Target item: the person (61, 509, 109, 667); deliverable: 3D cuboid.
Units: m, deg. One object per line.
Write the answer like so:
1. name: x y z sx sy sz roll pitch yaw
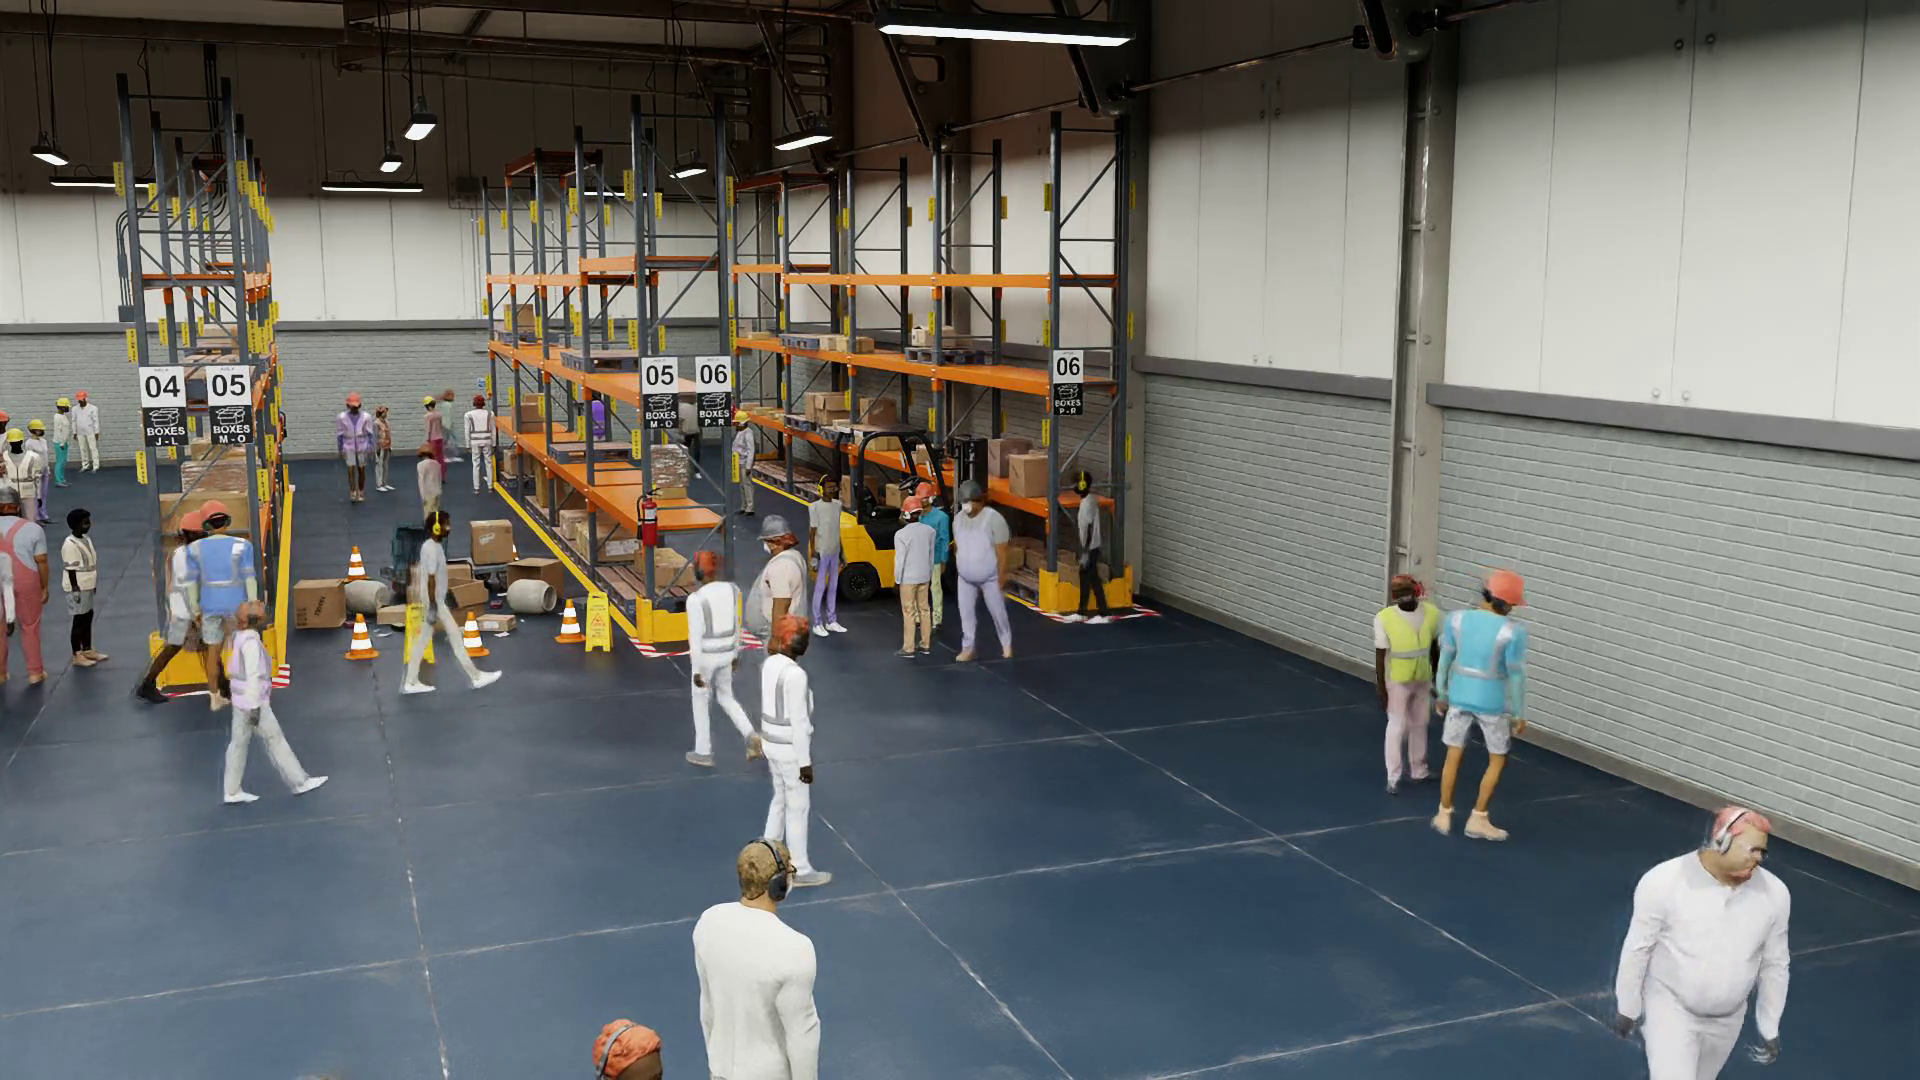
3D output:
1. person: -9.304 0.501 17.604 0.322 1.685 0.542 -1 9 -9

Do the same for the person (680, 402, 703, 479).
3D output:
1. person: -5.528 -2.197 34.145 0.522 1.840 0.857 -4 10 -25

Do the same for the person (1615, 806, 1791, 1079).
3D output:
1. person: 3.236 2.060 7.230 0.680 1.871 0.663 -1 9 -4

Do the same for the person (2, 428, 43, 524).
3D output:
1. person: -13.649 -0.659 24.152 0.587 1.927 0.364 -4 10 -25

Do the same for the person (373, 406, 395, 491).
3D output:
1. person: -11.094 -1.755 31.962 0.309 1.636 0.523 1 9 6

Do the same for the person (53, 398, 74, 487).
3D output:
1. person: -17.551 -1.905 32.568 0.374 1.752 0.522 -2 9 -13

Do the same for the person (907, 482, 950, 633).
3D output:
1. person: -0.391 0.199 19.292 0.564 1.752 0.339 6 11 31

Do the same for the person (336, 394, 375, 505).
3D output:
1. person: -10.894 -1.631 30.035 0.628 1.991 1.036 -4 10 -22

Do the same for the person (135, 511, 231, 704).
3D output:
1. person: -7.481 0.655 16.045 1.019 1.892 0.551 -1 9 -7

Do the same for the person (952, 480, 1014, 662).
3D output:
1. person: 0.255 0.279 17.892 0.696 2.000 0.789 5 10 30

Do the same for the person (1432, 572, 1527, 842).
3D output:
1. person: 3.799 1.208 12.205 0.687 1.998 0.421 8 12 43

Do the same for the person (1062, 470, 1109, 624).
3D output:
1. person: 1.512 0.089 19.716 0.435 1.861 0.552 0 9 2

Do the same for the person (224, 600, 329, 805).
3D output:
1. person: -5.427 1.261 13.052 0.807 1.599 0.541 -6 11 -34

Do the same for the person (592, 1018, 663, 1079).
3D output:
1. person: -1.018 2.383 5.147 0.358 1.882 0.574 5 11 31

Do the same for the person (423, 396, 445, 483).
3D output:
1. person: -10.438 -1.967 32.921 0.336 1.759 0.523 3 9 18

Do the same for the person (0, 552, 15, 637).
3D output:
1. person: -9.302 0.700 15.773 0.589 1.874 0.995 -8 12 -41

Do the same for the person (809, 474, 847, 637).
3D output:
1. person: -1.511 0.165 19.145 0.313 1.869 0.538 8 12 40

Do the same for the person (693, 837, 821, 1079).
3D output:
1. person: -0.802 2.126 6.634 0.625 1.931 0.380 7 12 39

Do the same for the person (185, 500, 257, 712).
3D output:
1. person: -6.956 0.631 15.736 0.623 2.031 0.408 -1 9 -9

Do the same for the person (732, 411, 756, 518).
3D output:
1. person: -3.704 -1.293 28.450 0.403 1.827 0.599 -4 10 -22

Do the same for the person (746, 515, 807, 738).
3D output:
1. person: -1.634 0.770 14.797 0.537 2.000 0.689 1 9 6

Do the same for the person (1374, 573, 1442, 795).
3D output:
1. person: 3.629 1.131 13.301 0.794 1.801 0.386 -4 10 -24

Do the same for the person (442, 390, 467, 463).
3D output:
1. person: -11.212 -2.515 36.787 0.645 1.607 0.531 -5 11 -31

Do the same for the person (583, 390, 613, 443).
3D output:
1. person: -7.373 -2.158 33.854 0.622 1.844 0.429 -5 10 -28

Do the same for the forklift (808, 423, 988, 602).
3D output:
1. forklift: -0.830 -0.399 21.676 2.313 2.155 1.214 -4 10 -21

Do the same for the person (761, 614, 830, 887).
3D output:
1. person: -1.145 1.423 11.249 0.417 1.872 0.592 -5 10 -27

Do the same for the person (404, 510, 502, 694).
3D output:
1. person: -5.105 0.608 16.505 0.962 1.820 0.545 -4 10 -25

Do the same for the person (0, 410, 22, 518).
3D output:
1. person: -15.001 -1.023 26.081 0.608 2.044 0.371 3 10 21

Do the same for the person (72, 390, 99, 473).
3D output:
1. person: -18.349 -2.270 34.883 0.568 1.740 0.354 0 9 2

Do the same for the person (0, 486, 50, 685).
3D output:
1. person: -9.577 0.445 16.845 0.684 2.000 0.535 -3 10 -18

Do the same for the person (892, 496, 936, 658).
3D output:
1. person: -0.515 0.396 18.056 0.563 1.751 0.330 -9 13 -44

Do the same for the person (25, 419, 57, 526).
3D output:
1. person: -15.220 -1.114 27.523 0.316 1.766 0.533 0 9 2

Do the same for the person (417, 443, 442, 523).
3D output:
1. person: -8.019 -0.652 25.133 0.414 1.594 0.640 3 10 18

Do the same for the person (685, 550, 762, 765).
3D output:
1. person: -2.012 1.002 13.905 0.696 1.861 0.590 8 12 40

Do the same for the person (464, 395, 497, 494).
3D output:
1. person: -9.093 -1.817 31.579 0.578 1.883 0.353 -3 10 -20
